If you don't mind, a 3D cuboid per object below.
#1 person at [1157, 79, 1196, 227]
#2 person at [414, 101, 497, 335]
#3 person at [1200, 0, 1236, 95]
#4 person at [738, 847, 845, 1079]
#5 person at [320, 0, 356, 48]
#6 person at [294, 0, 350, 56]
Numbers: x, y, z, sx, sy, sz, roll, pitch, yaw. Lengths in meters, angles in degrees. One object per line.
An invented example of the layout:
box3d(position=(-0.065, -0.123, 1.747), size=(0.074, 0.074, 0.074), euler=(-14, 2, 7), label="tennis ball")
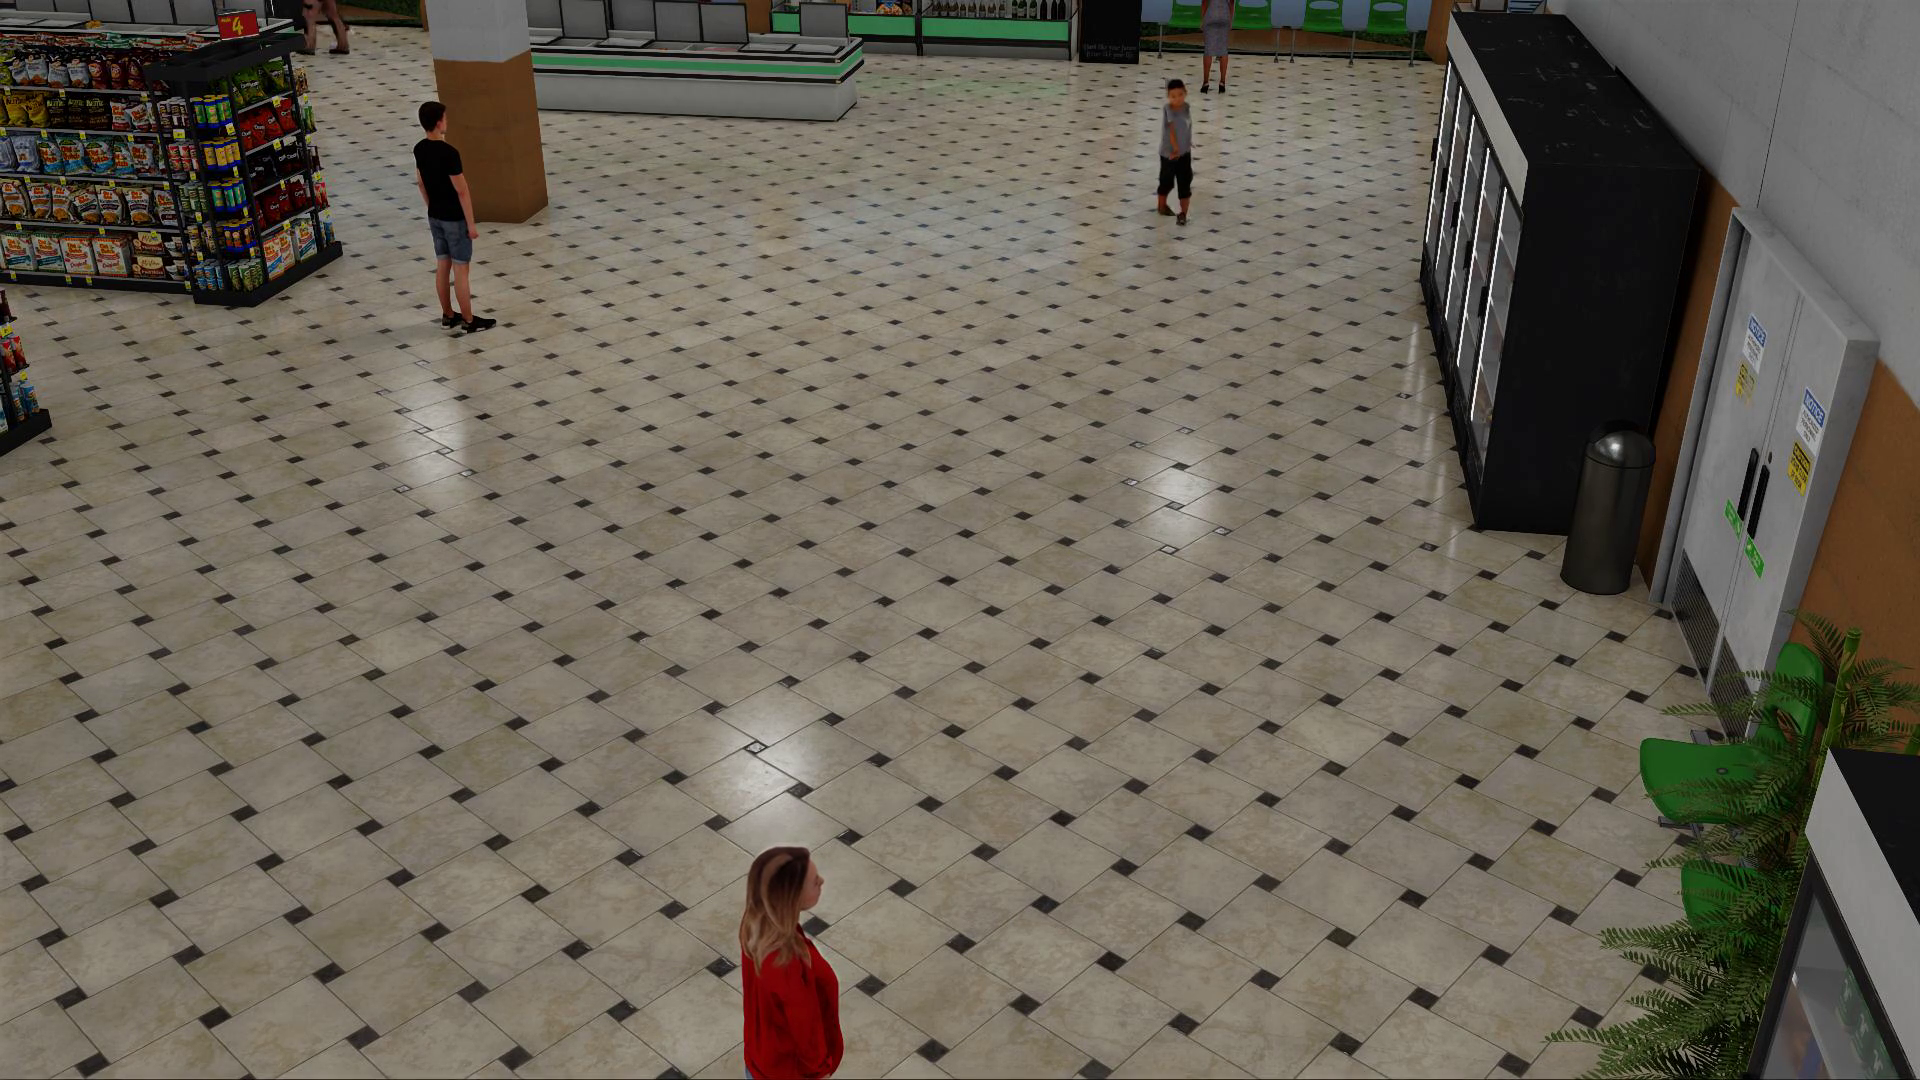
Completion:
box3d(position=(2.100, -3.861, 16.277), size=(0.900, 1.423, 0.864), euler=(-14, 30, -25), label="person")
box3d(position=(-4.090, -2.570, 13.263), size=(0.641, 1.847, 0.792), euler=(17, 31, 29), label="person")
box3d(position=(3.309, -6.661, 21.401), size=(0.499, 1.781, 0.672), euler=(1, 27, 1), label="person")
box3d(position=(-0.525, 1.646, 5.106), size=(0.717, 1.705, 0.682), euler=(-14, 30, -26), label="person")
box3d(position=(-9.066, -8.018, 24.195), size=(0.811, 1.676, 0.751), euler=(-6, 28, -12), label="person")
box3d(position=(-9.005, -7.813, 23.636), size=(0.959, 1.816, 0.731), euler=(2, 27, 5), label="person")
